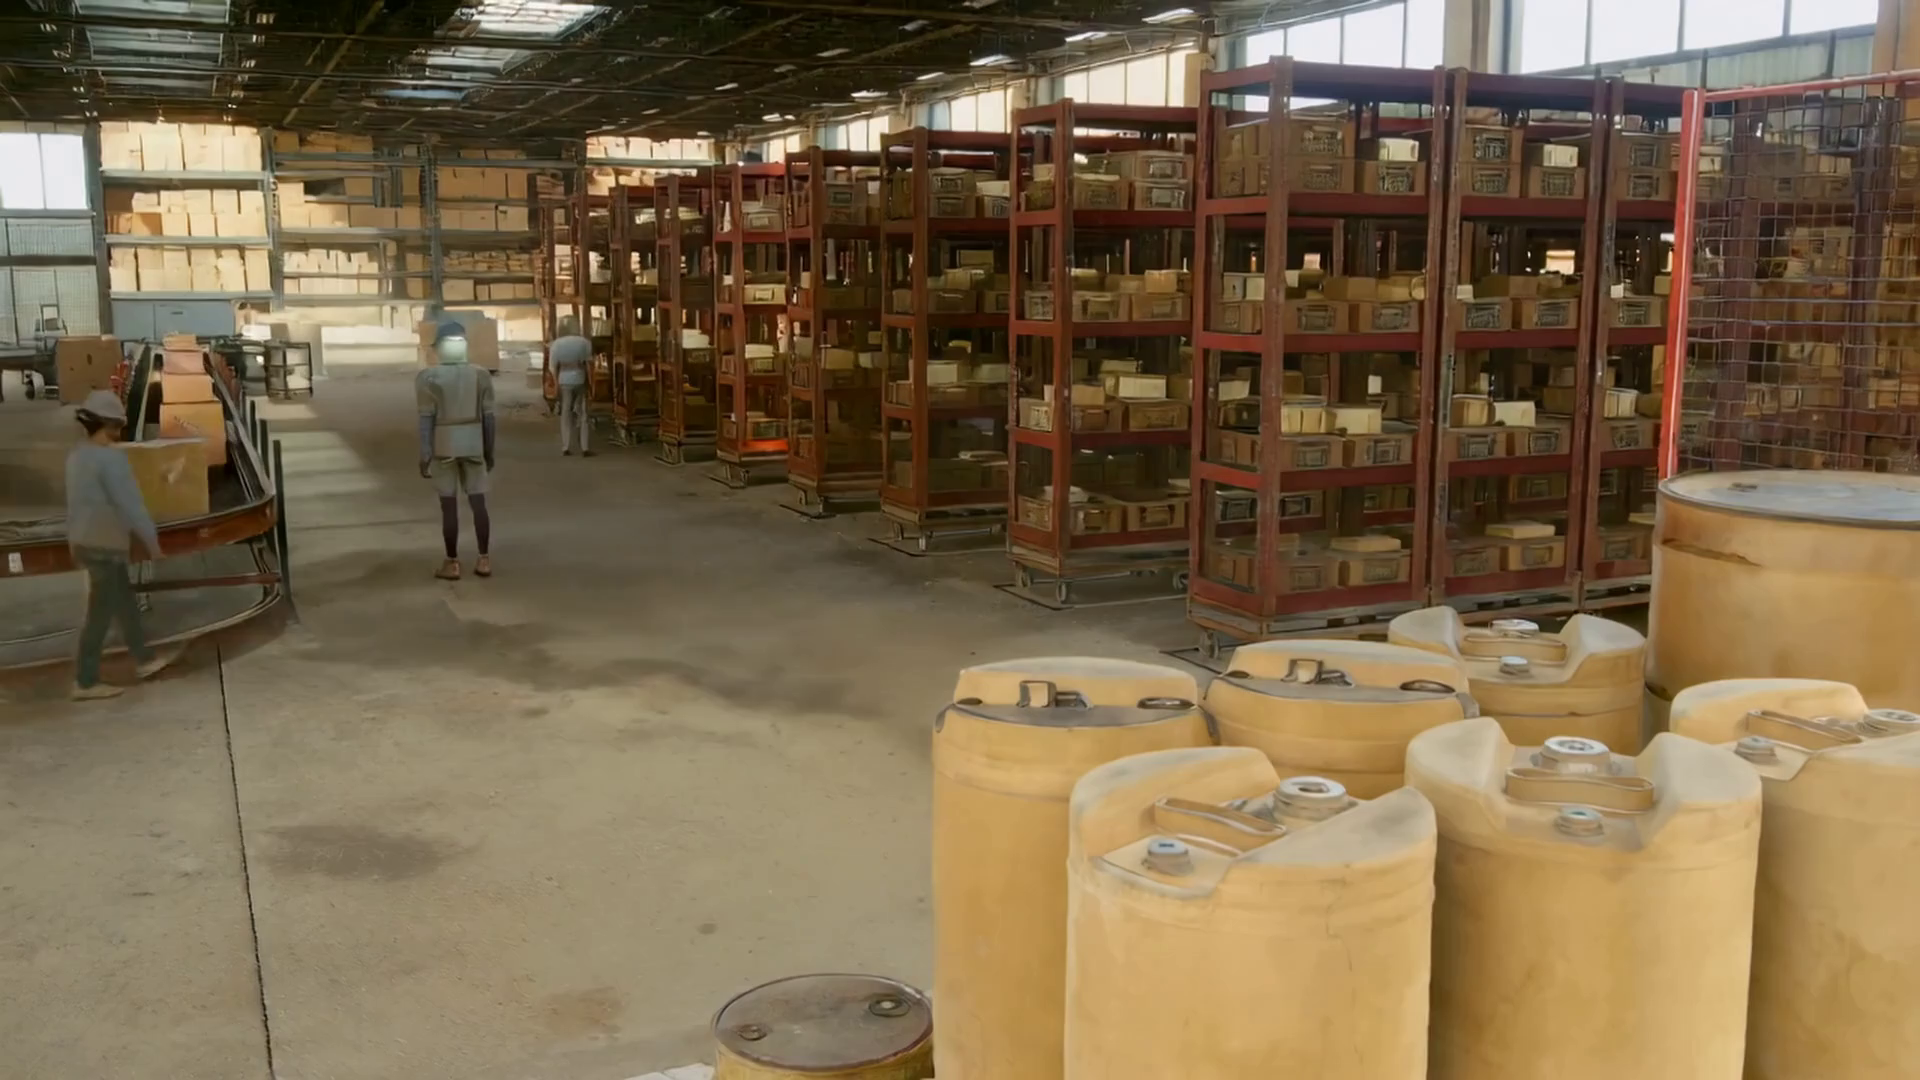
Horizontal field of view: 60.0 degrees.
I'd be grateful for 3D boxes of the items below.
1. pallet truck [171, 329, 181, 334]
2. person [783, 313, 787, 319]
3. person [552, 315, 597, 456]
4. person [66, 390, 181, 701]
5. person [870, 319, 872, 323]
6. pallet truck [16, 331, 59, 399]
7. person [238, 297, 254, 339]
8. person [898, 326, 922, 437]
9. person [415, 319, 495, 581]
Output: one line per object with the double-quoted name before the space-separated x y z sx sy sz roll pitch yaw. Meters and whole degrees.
"pallet truck" -17.275 -3.851 35.096 1.601 1.201 0.680 0 9 1
"person" -4.741 -6.044 46.457 0.625 1.958 0.995 6 11 32
"person" -5.063 -2.020 21.818 0.571 1.843 0.373 2 9 12
"person" -4.787 0.015 9.554 0.529 1.737 0.815 6 11 34
"person" -2.836 -6.236 48.633 0.541 1.628 0.368 3 10 19
"pallet truck" -17.082 -3.353 31.781 1.630 1.274 0.653 -4 10 -25
"person" -18.272 -5.321 42.547 0.312 1.768 0.522 3 10 16
"person" -0.568 -1.598 19.225 0.404 1.836 0.600 2 9 12
"person" -3.946 -0.701 13.024 0.605 2.045 0.377 -6 11 -35
